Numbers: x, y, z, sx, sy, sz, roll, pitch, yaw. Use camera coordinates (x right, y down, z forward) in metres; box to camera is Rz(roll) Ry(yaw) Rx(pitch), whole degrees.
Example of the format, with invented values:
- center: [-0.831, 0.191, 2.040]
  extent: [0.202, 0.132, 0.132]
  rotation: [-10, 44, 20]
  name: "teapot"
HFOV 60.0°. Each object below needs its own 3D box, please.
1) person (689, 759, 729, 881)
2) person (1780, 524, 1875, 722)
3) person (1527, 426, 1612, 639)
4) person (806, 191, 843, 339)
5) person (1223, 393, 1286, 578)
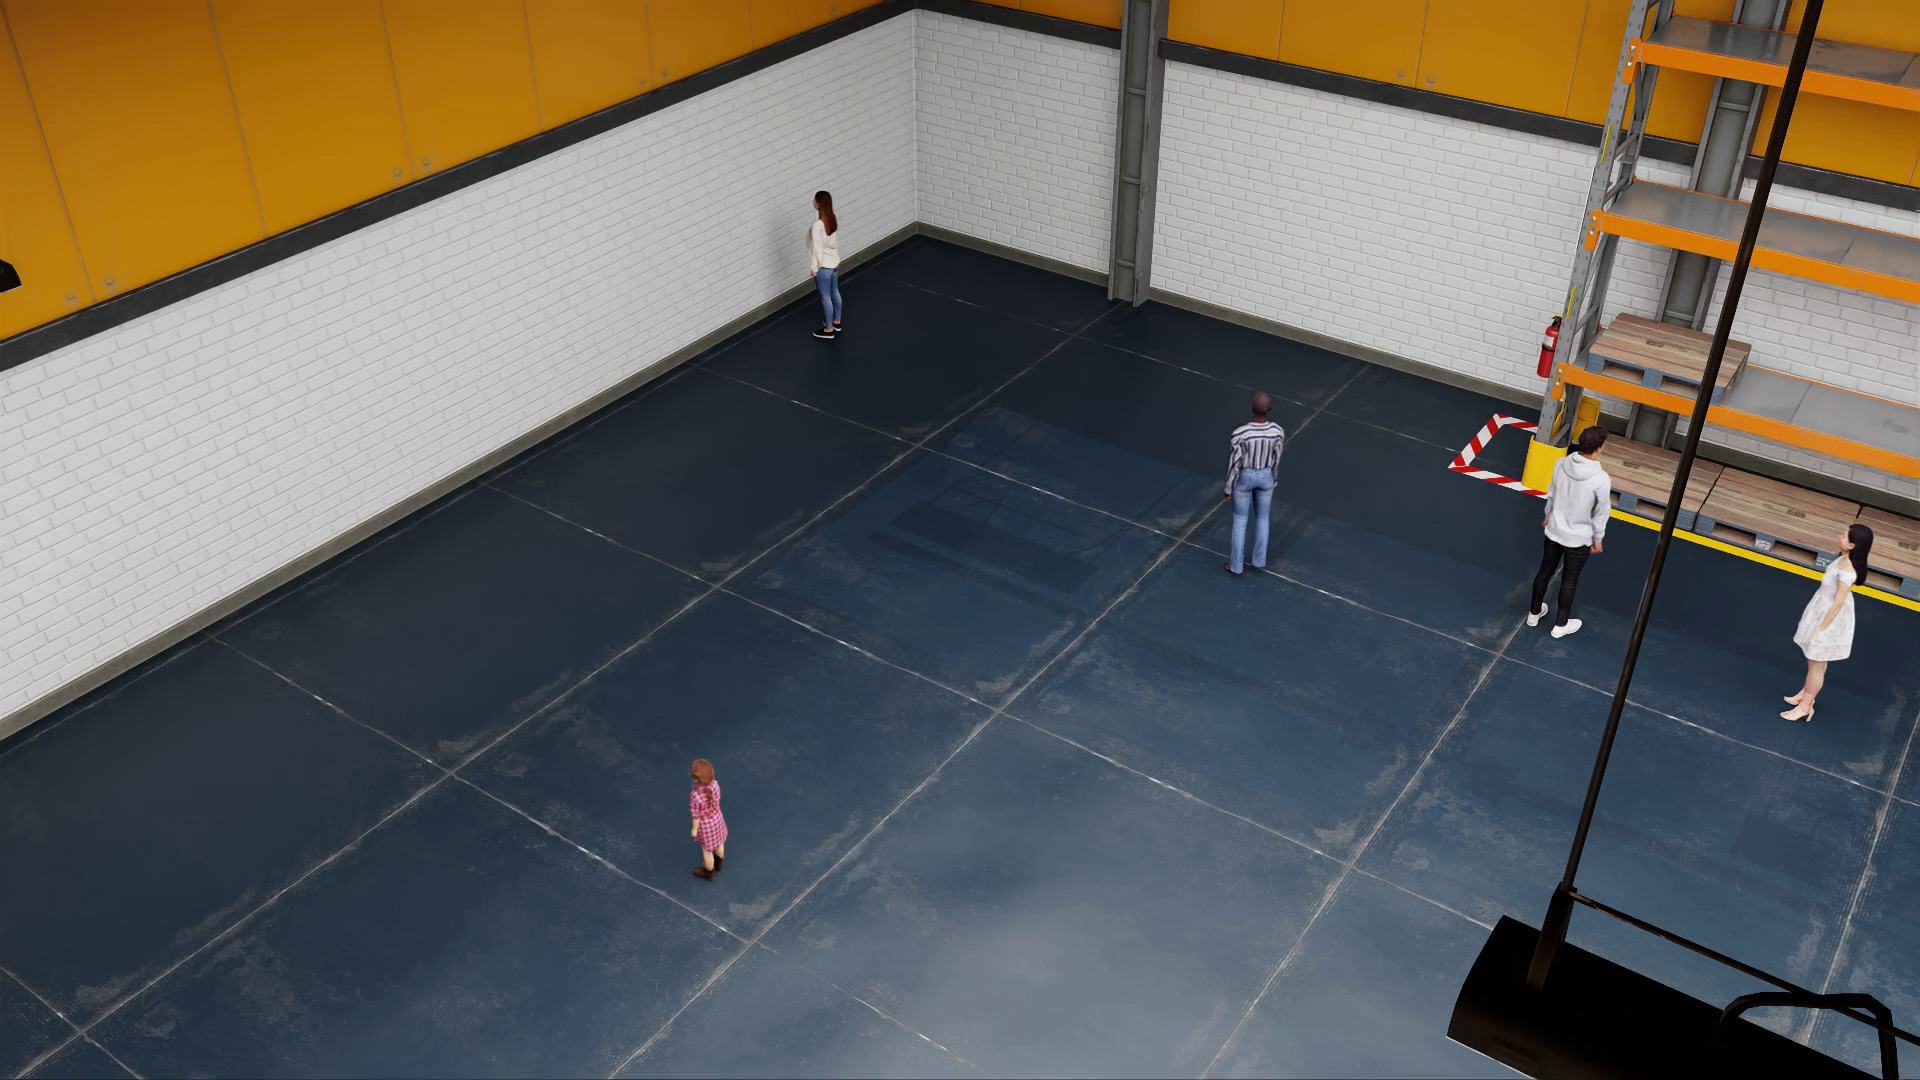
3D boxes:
- center: [-1.747, 1.920, 11.467]
  extent: [0.442, 1.021, 0.426]
  rotation: [20, 38, 27]
  name: "person"
- center: [6.636, 0.631, 12.725]
  extent: [0.626, 1.775, 0.643]
  rotation: [20, 38, 27]
  name: "person"
- center: [5.009, -0.082, 13.659]
  extent: [0.793, 1.930, 0.599]
  rotation: [-27, 42, -35]
  name: "person"
- center: [-1.476, -3.046, 18.332]
  extent: [0.593, 1.692, 0.646]
  rotation: [15, 36, 21]
  name: "person"
- center: [2.533, -0.472, 14.365]
  extent: [0.689, 1.796, 0.741]
  rotation: [-7, 34, -10]
  name: "person"
